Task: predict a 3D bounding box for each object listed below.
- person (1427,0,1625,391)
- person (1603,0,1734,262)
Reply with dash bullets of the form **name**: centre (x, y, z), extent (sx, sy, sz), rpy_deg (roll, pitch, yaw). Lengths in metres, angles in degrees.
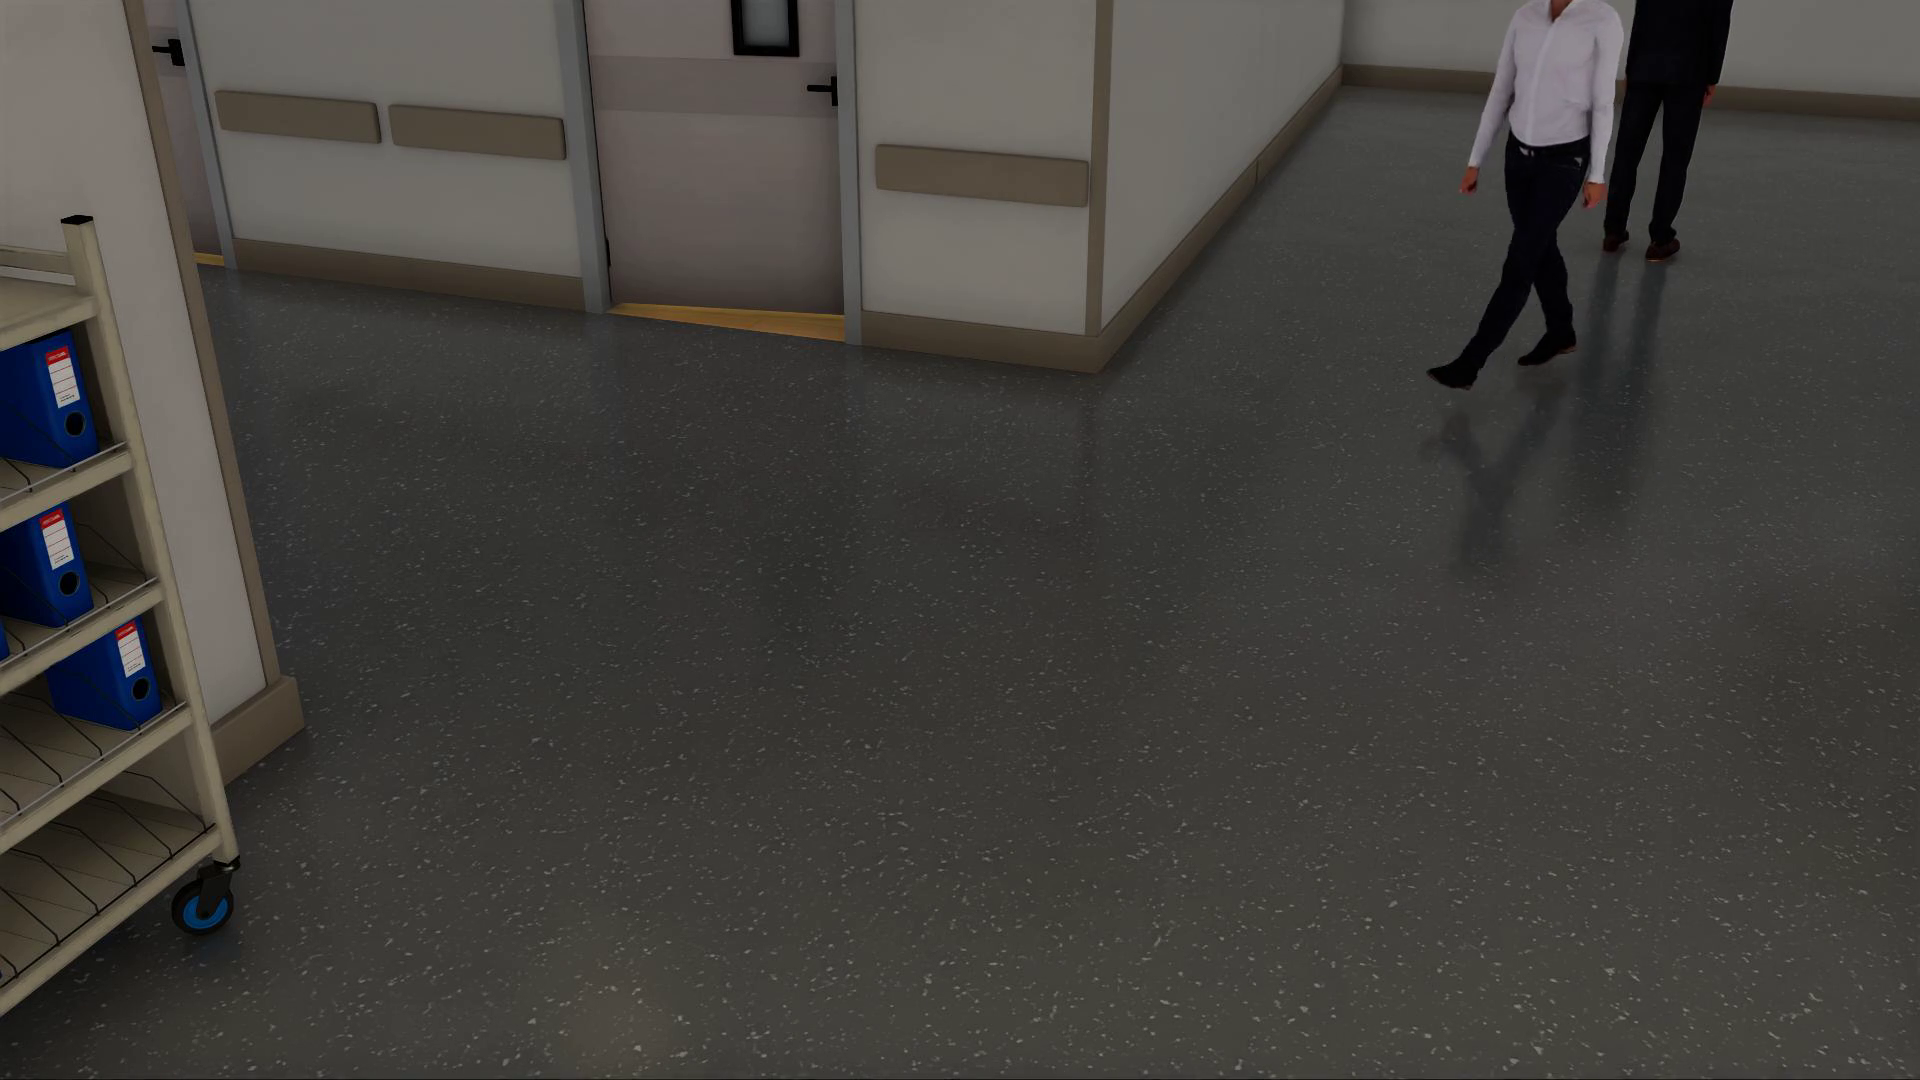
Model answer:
- **person**: centre (2.393, -1.506, 6.656), extent (1.304, 1.818, 1.112), rpy_deg (-17, 31, -31)
- **person**: centre (3.584, -2.375, 8.401), extent (0.671, 1.867, 0.662), rpy_deg (15, 30, 29)
